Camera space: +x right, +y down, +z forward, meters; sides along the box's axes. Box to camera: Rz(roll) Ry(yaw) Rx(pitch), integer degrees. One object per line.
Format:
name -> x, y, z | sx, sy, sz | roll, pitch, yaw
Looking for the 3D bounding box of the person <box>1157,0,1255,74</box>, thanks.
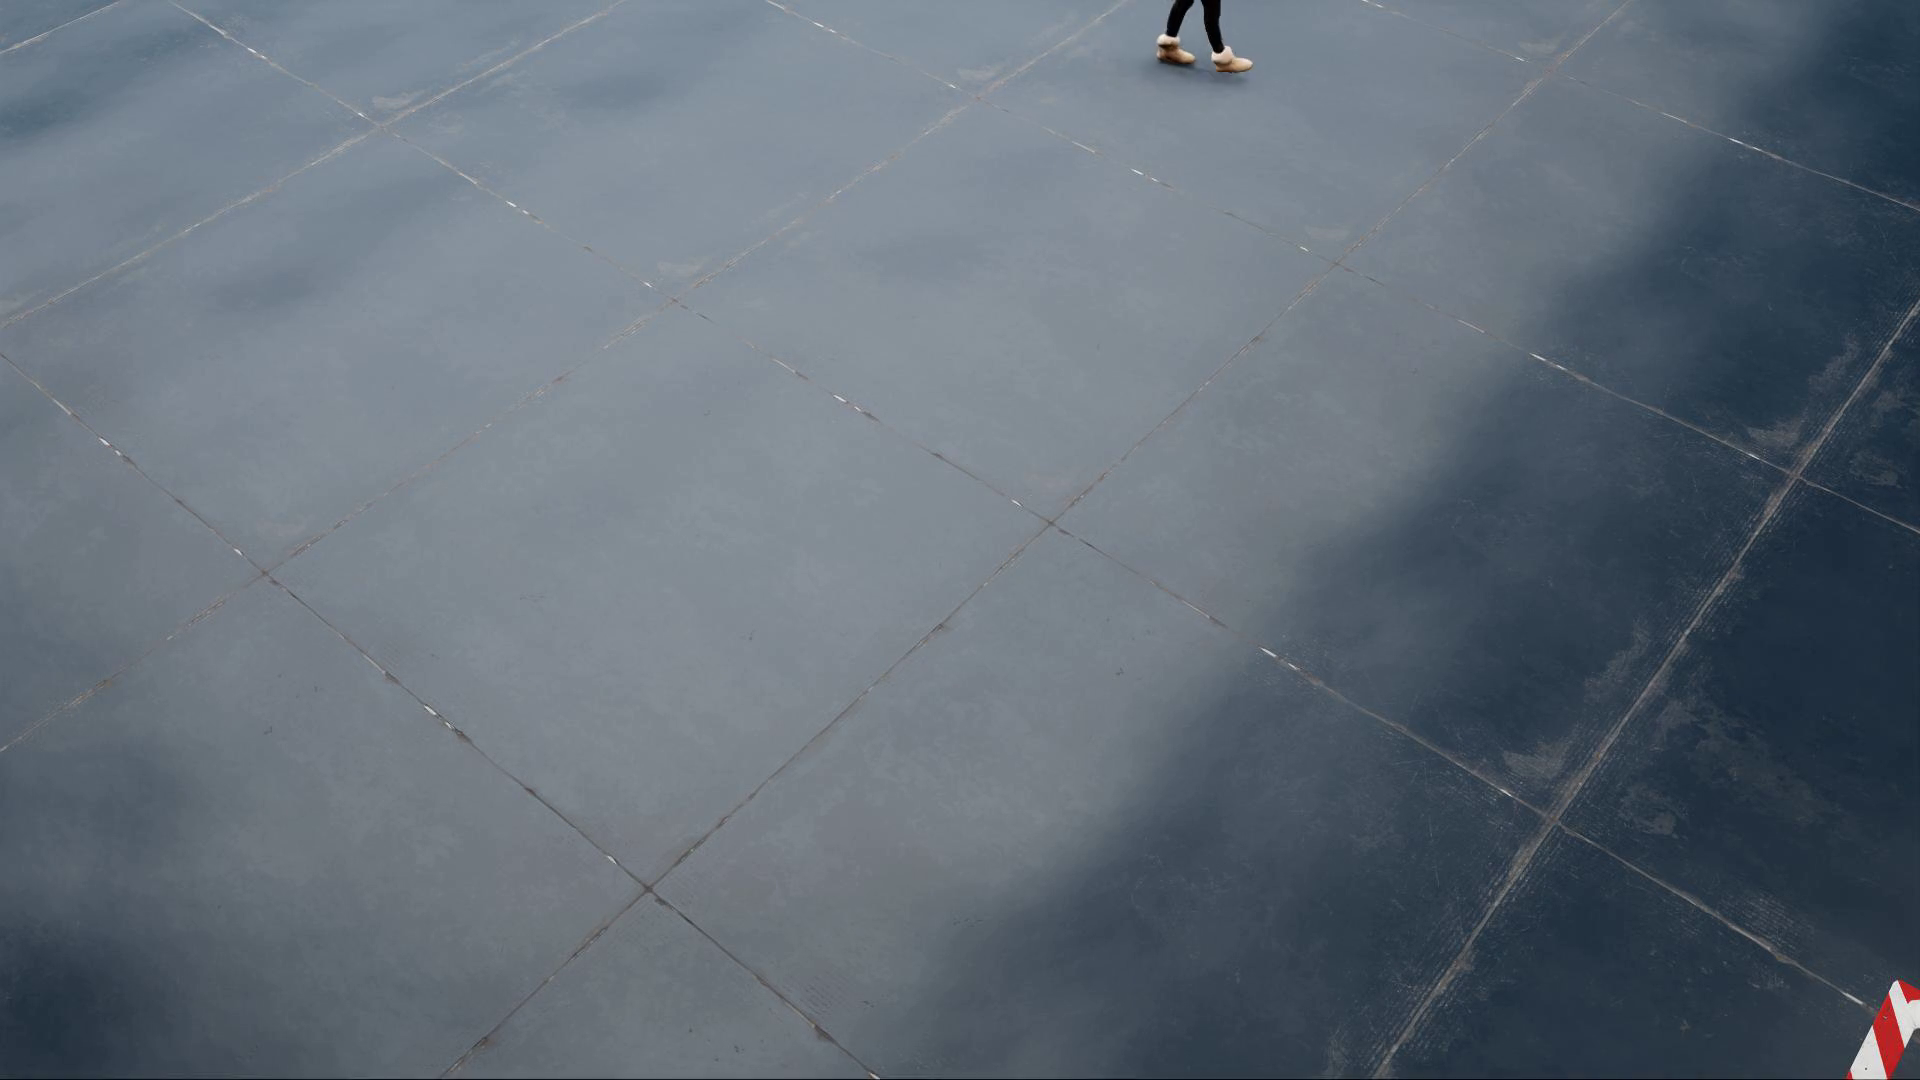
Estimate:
person -> 1.620, -4.092, 11.732 | 1.064, 1.640, 0.879 | 11, 48, 10
